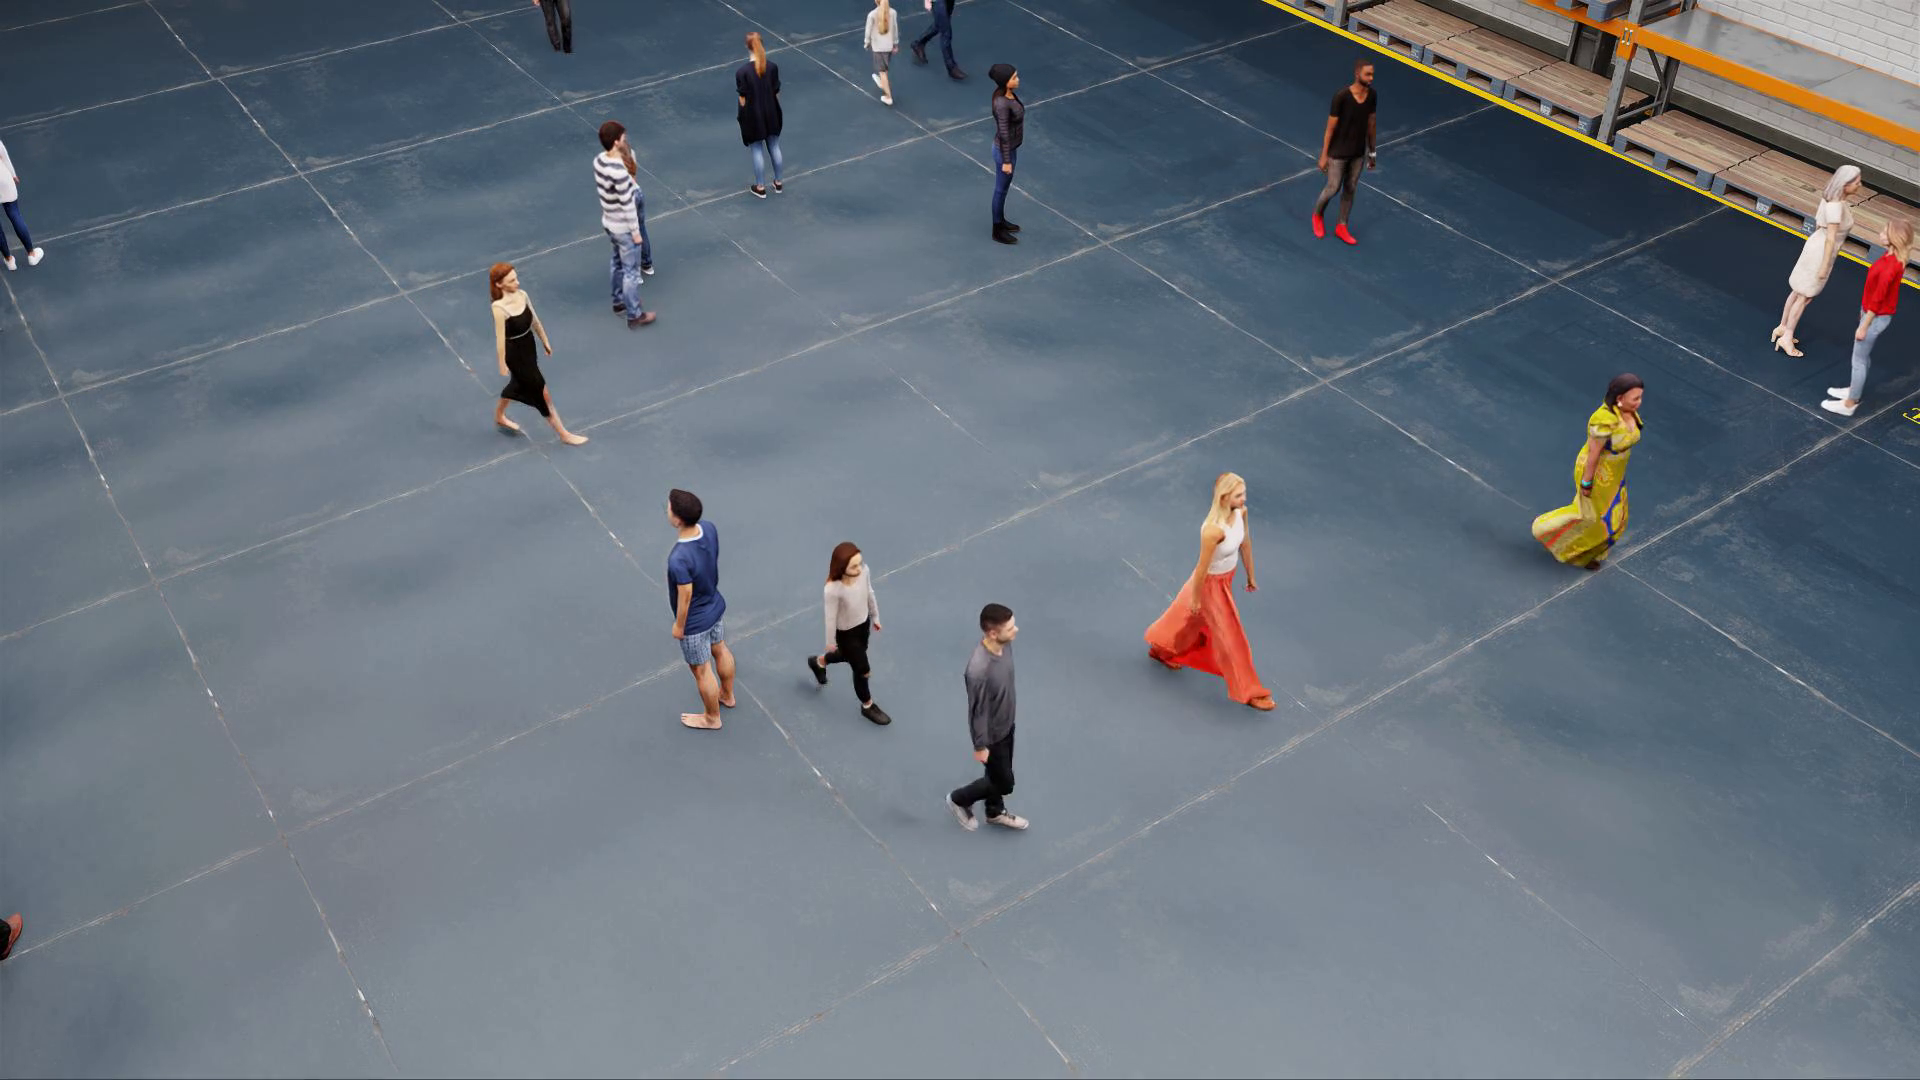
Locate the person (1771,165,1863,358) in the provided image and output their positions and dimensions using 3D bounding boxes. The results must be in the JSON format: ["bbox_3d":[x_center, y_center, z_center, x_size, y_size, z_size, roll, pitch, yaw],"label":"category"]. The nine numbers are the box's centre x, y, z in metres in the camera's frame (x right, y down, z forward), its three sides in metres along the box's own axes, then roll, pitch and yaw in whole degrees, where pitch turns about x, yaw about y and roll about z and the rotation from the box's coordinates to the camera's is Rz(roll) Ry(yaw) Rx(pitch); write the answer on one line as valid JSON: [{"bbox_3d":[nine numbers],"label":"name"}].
[{"bbox_3d":[7.317,-2.392,14.201,0.737,1.736,0.692,10,40,12],"label":"person"}]

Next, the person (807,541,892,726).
[{"bbox_3d":[-0.754,0.551,10.735,0.992,1.462,0.759,23,44,26],"label":"person"}]

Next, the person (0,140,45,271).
[{"bbox_3d":[-8.966,-3.338,15.354,0.652,1.776,0.593,-15,41,-18],"label":"person"}]

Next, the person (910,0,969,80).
[{"bbox_3d":[-0.272,-6.211,18.883,1.212,1.860,0.885,26,45,29],"label":"person"}]

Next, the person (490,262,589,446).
[{"bbox_3d":[-3.554,-1.464,13.170,1.171,1.572,1.016,12,40,14],"label":"person"}]

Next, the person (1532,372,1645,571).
[{"bbox_3d":[4.507,-0.508,11.911,0.937,1.650,0.817,31,48,33],"label":"person"}]

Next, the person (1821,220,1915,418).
[{"bbox_3d":[7.415,-1.800,13.490,0.672,1.699,0.688,22,43,25],"label":"person"}]

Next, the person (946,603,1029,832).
[{"bbox_3d":[0.128,1.076,9.843,0.894,1.756,0.830,10,40,13],"label":"person"}]

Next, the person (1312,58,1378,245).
[{"bbox_3d":[3.648,-3.727,15.823,0.799,1.798,0.792,-13,41,-16],"label":"person"}]

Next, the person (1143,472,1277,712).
[{"bbox_3d":[1.580,0.276,10.853,1.343,1.745,0.941,25,45,28],"label":"person"}]

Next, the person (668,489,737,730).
[{"bbox_3d":[-1.650,0.439,10.565,0.729,1.850,0.709,14,41,17],"label":"person"}]

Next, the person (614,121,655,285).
[{"bbox_3d":[-3.046,-3.104,15.232,0.646,1.562,0.622,19,42,22],"label":"person"}]

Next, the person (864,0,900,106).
[{"bbox_3d":[-0.836,-5.447,18.422,0.536,1.242,0.869,-20,43,-23],"label":"person"}]

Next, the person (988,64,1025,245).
[{"bbox_3d":[0.424,-3.686,15.813,0.771,1.746,0.707,6,39,7],"label":"person"}]

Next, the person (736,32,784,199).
[{"bbox_3d":[-1.974,-4.226,16.533,0.659,1.691,0.604,-17,42,-20],"label":"person"}]

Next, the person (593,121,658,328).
[{"bbox_3d":[-2.990,-2.771,14.589,0.701,1.844,0.443,-23,44,-26],"label":"person"}]

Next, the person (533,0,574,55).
[{"bbox_3d":[-4.809,-6.494,19.531,0.766,1.701,0.725,-11,40,-13],"label":"person"}]
